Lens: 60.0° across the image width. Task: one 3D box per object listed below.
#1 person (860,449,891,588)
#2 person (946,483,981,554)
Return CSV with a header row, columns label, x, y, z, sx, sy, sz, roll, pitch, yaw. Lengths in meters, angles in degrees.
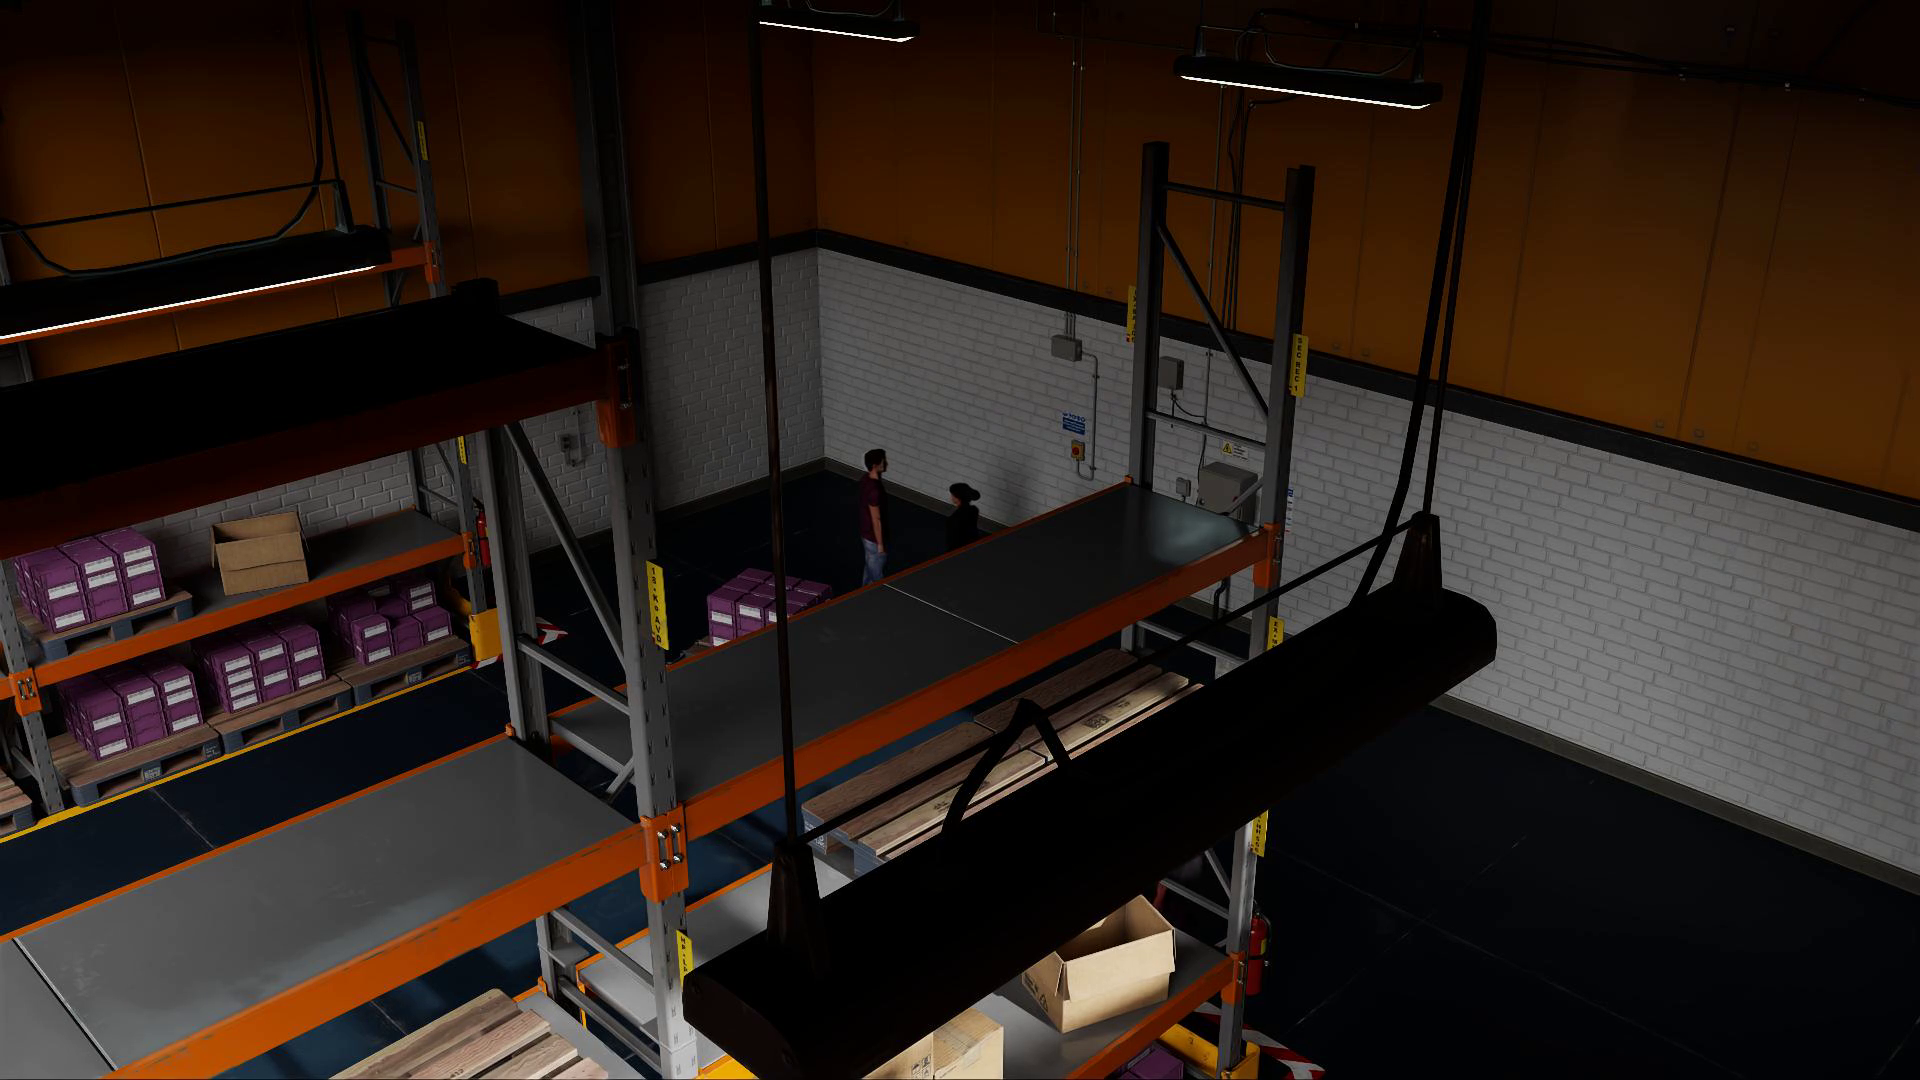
label,x,y,z,sx,sy,sz,roll,pitch,yaw
person,-0.856,-0.052,16.754,0.725,1.851,0.737,-6,24,-13
person,0.040,0.207,16.431,0.680,1.635,0.595,14,27,28
